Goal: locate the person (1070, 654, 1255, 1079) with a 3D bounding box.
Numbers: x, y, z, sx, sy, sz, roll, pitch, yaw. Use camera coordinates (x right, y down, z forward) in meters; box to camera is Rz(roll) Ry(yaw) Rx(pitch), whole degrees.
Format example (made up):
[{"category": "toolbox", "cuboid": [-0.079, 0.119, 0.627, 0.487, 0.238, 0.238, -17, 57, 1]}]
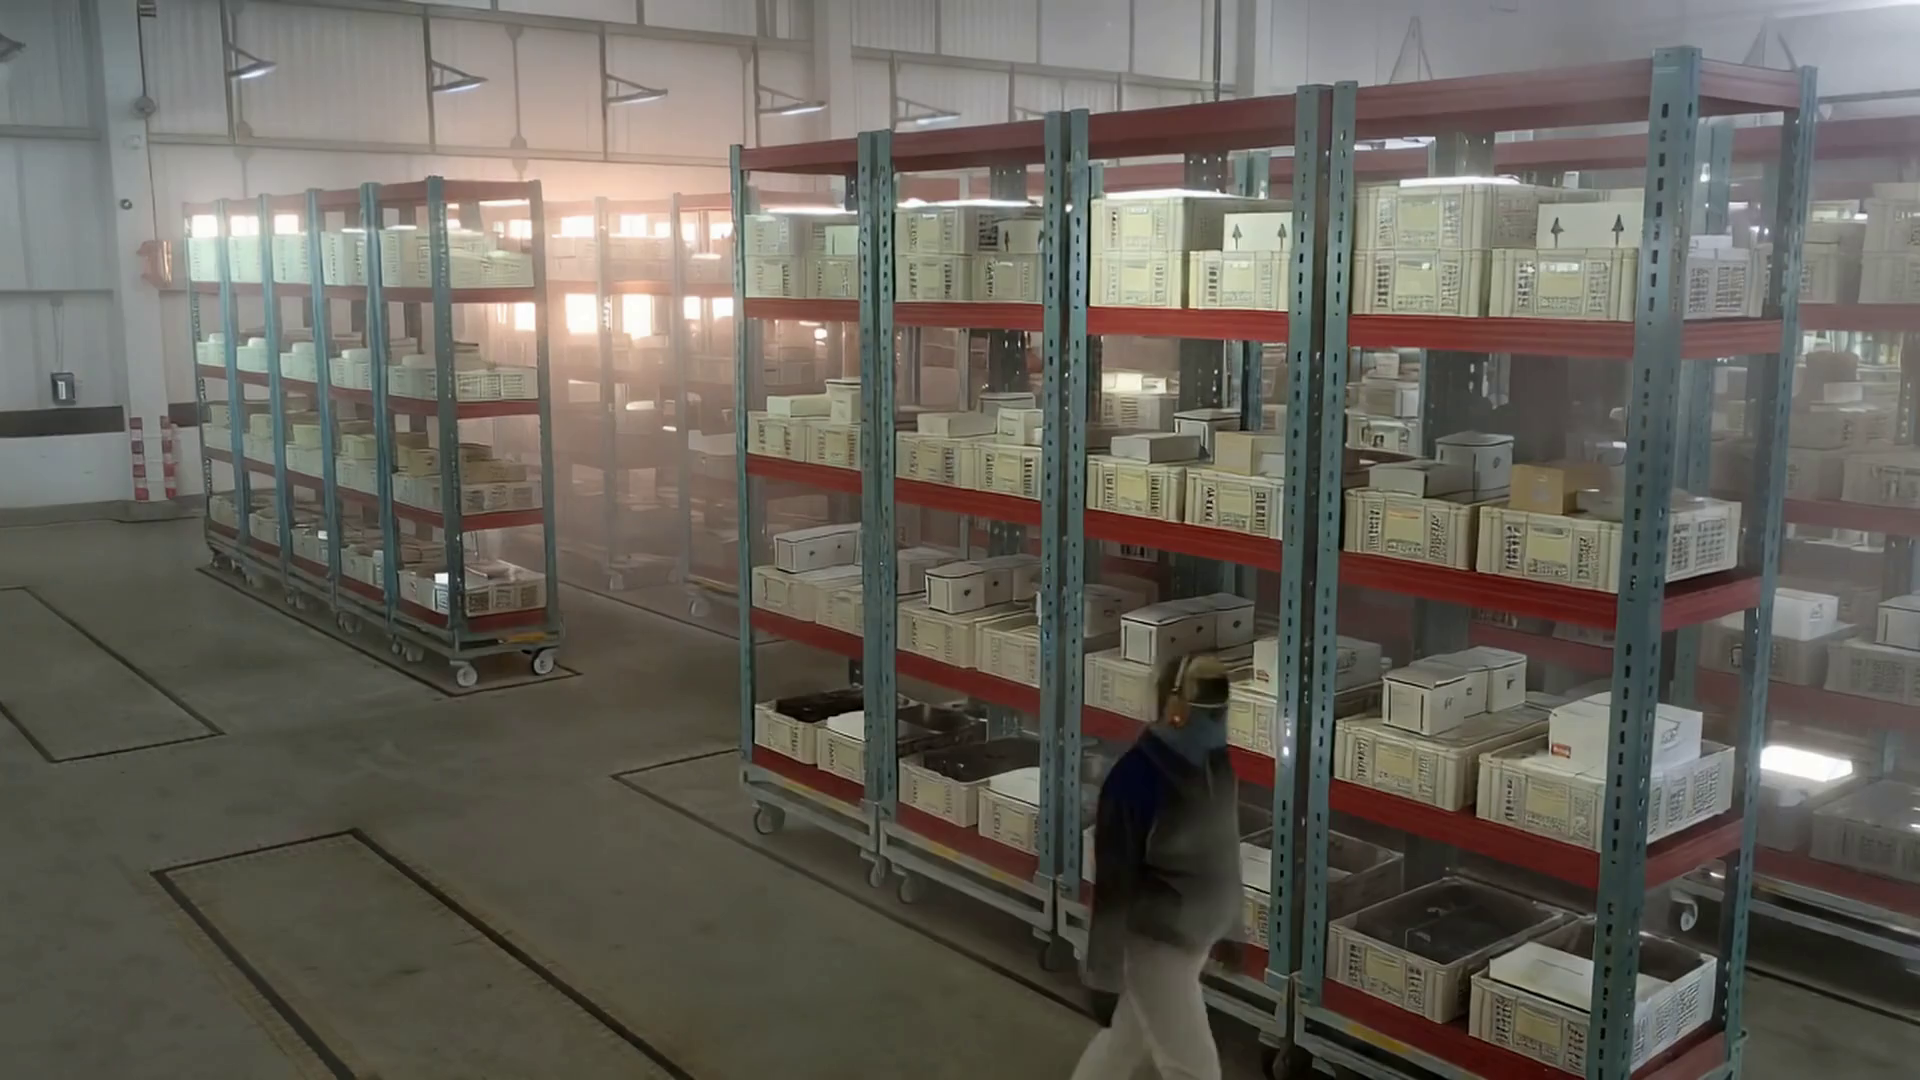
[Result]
[{"category": "person", "cuboid": [0.644, 1.247, 5.184, 1.007, 1.855, 0.663, 6, 11, 32]}]
